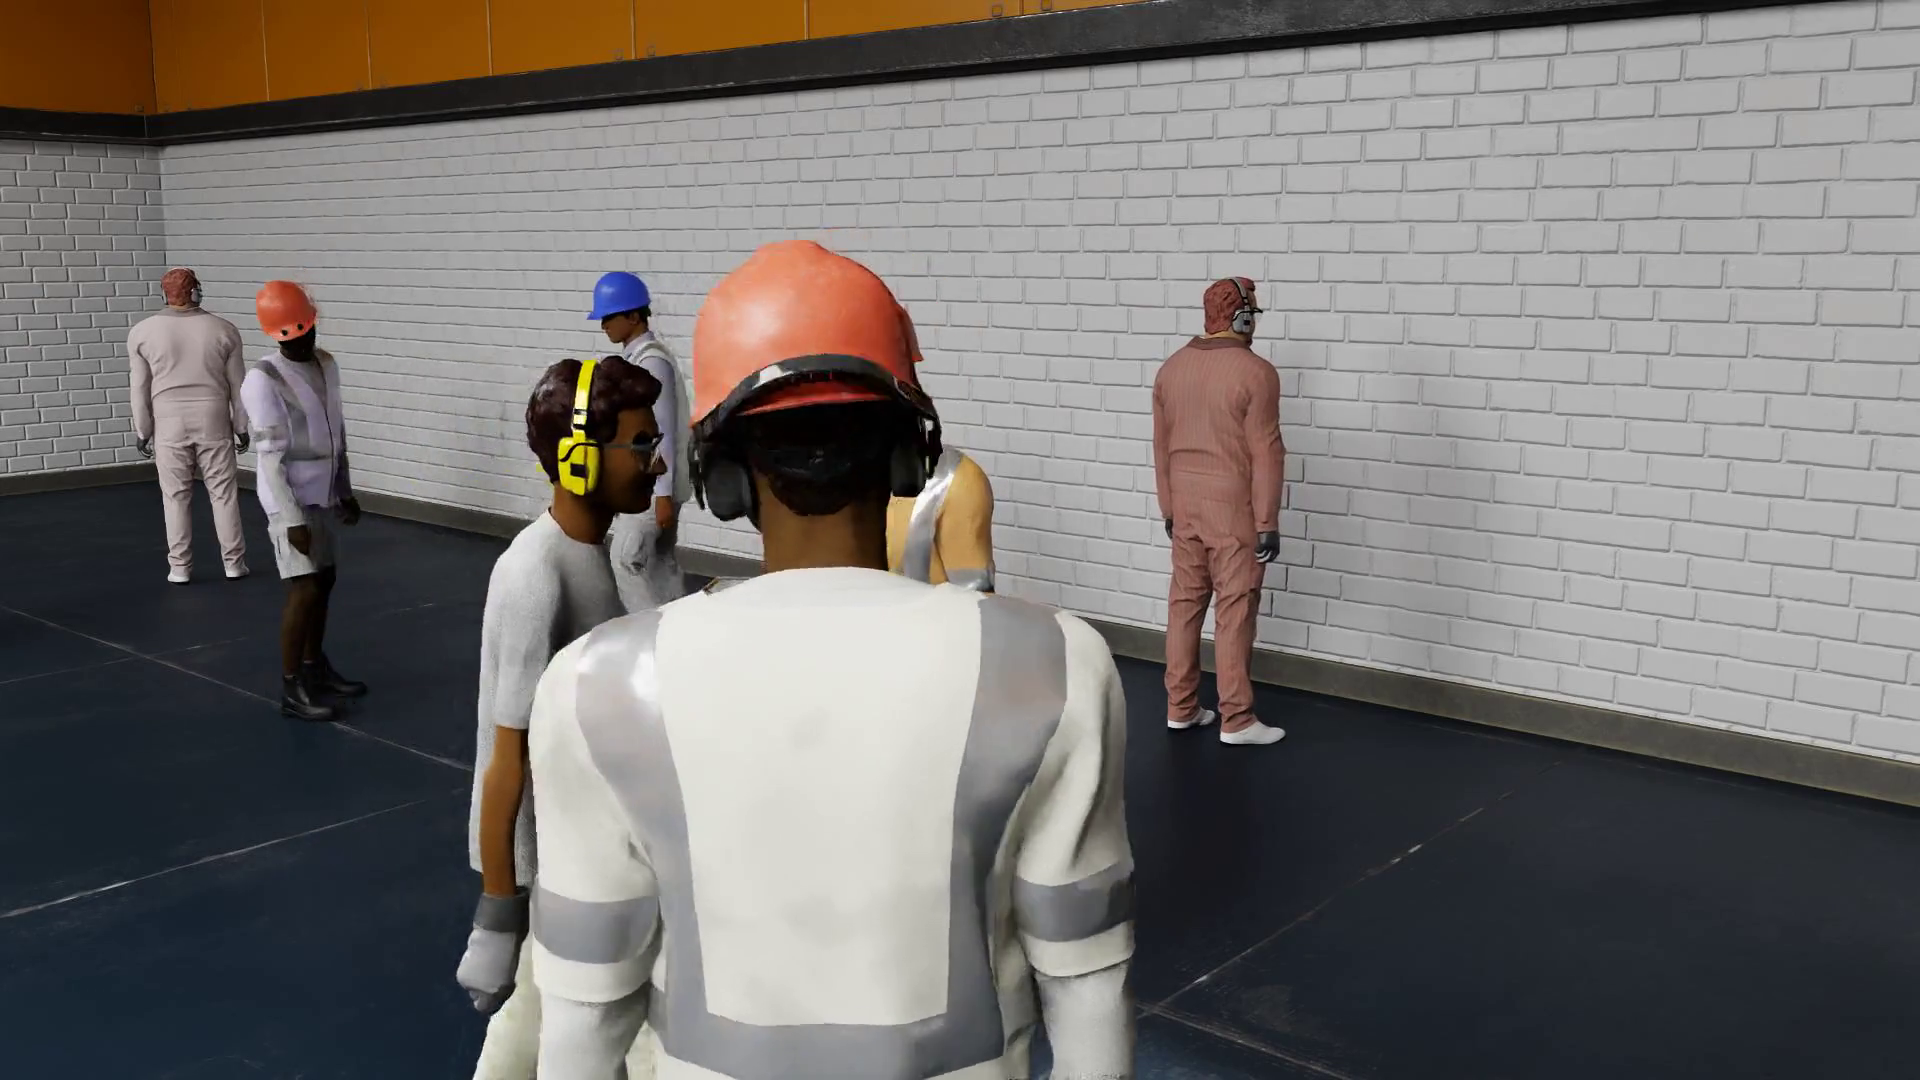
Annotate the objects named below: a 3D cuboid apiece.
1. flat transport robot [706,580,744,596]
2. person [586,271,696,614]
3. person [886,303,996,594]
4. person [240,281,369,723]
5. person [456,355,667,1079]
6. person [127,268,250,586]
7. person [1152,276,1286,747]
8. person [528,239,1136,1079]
[{"bbox_3d":[-0.799,0.363,8.748,1.431,0.197,0.652,1,10,6],"label":"flat transport robot"},{"bbox_3d":[-1.414,-0.241,7.492,0.465,1.918,0.634,-2,10,-13],"label":"person"},{"bbox_3d":[-0.198,0.401,3.792,0.551,1.935,0.375,5,11,26],"label":"person"},{"bbox_3d":[-2.831,-0.168,7.174,0.401,1.887,0.608,1,10,8],"label":"person"},{"bbox_3d":[-0.619,0.584,3.060,0.869,1.833,0.533,-2,10,-9],"label":"person"},{"bbox_3d":[-4.637,-0.681,10.052,0.648,1.904,0.401,-5,11,-26],"label":"person"},{"bbox_3d":[1.084,-0.116,6.825,0.399,1.908,0.643,-8,13,-37],"label":"person"},{"bbox_3d":[-0.134,0.709,1.816,0.640,2.028,0.423,0,10,1],"label":"person"}]
